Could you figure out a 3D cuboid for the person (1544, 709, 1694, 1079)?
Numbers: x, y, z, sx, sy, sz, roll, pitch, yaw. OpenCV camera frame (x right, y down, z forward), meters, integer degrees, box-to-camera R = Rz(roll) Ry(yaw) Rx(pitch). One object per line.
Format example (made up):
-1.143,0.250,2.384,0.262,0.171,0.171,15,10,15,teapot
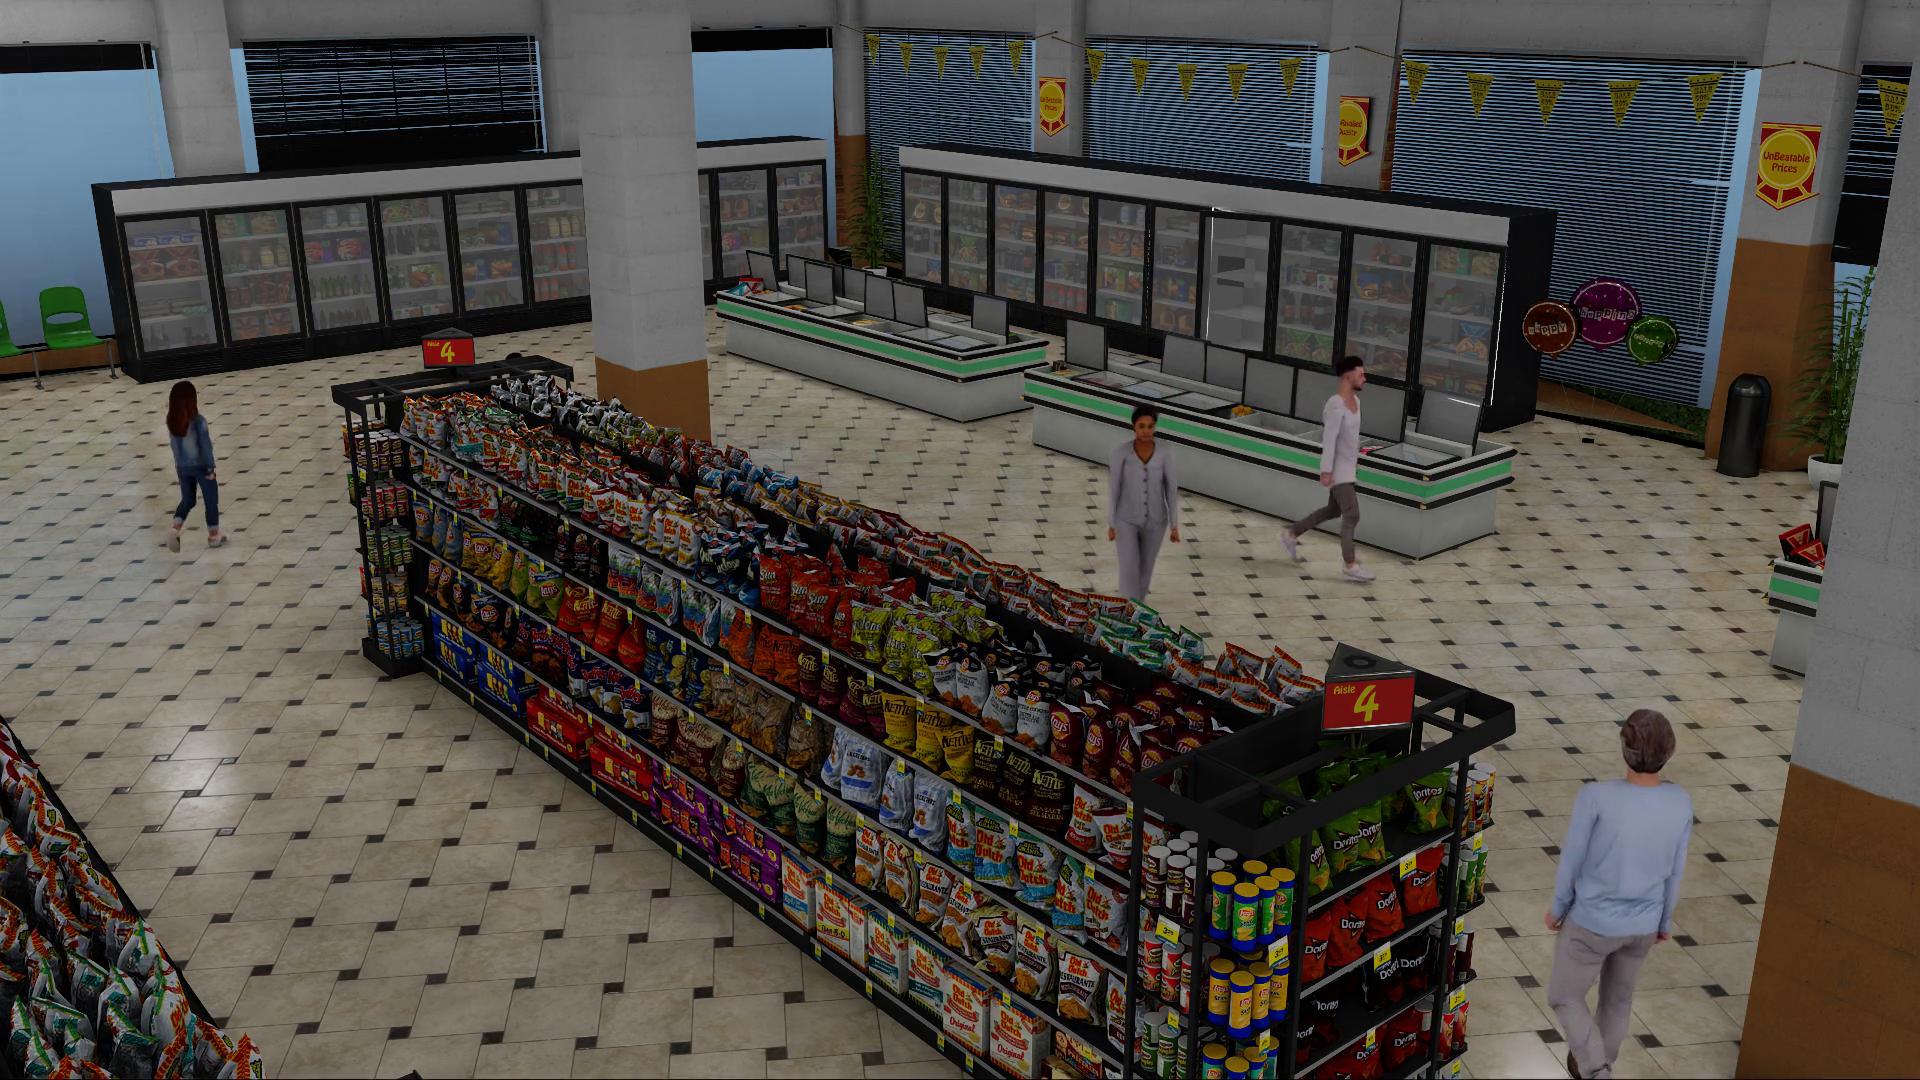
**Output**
2.683,1.605,6.787,1.045,1.874,1.158,0,19,-1,person

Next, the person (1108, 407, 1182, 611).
1.312,-0.155,12.269,0.967,1.706,1.109,-3,19,-8,person

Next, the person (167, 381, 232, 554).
-6.473,-0.591,13.945,0.891,1.462,0.908,5,19,13,person

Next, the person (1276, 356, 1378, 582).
2.976,-0.578,13.370,1.217,1.805,0.943,10,21,28,person
